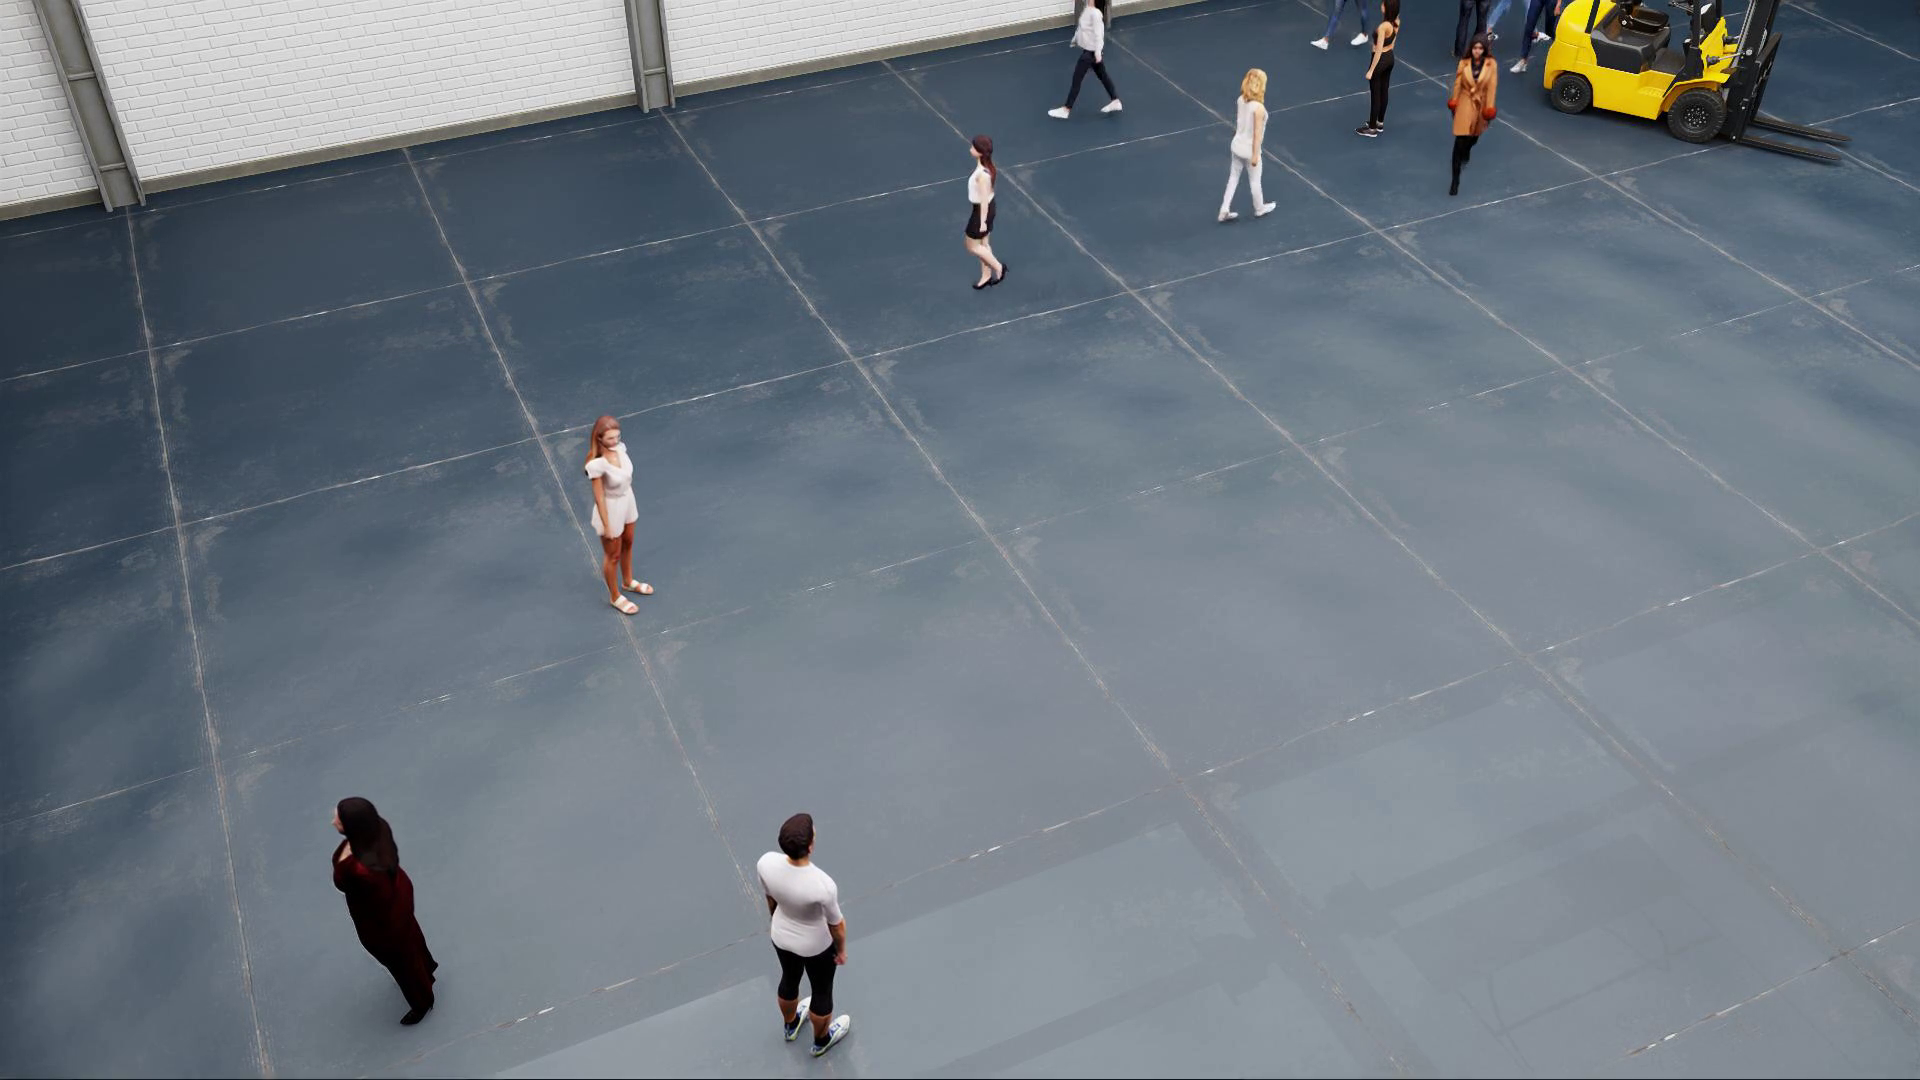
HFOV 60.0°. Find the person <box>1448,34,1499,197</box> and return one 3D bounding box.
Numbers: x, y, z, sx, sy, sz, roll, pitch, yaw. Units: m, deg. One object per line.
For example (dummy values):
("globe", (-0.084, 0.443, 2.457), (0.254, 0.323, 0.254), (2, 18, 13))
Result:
("person", (5.534, -4.659, 18.031), (1.195, 1.685, 1.198), (9, 39, 11))

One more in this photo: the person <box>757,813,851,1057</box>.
("person", (-0.883, 2.211, 9.297), (0.741, 1.848, 0.782), (16, 41, 19))

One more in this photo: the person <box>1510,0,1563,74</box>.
("person", (7.277, -6.627, 20.447), (1.148, 1.745, 0.742), (-24, 45, -27))

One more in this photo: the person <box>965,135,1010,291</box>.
("person", (0.304, -3.149, 16.176), (0.781, 1.638, 0.711), (1, 39, 1))

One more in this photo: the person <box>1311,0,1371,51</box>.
("person", (5.061, -7.022, 20.990), (1.162, 1.684, 0.725), (-22, 44, -25))

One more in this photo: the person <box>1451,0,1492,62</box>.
("person", (6.469, -6.904, 20.739), (0.665, 1.813, 0.802), (1, 39, 1))

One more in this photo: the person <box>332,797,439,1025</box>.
("person", (-3.287, 2.090, 9.521), (0.612, 1.758, 0.673), (-13, 40, -15))

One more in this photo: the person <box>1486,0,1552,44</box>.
("person", (7.041, -7.039, 21.098), (1.189, 1.575, 0.927), (-1, 39, -2))

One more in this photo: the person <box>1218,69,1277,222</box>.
("person", (2.925, -4.082, 17.337), (0.924, 1.649, 0.664), (-19, 42, -22))

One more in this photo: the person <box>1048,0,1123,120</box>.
("person", (1.618, -5.701, 19.362), (1.215, 1.652, 0.889), (-4, 39, -5))

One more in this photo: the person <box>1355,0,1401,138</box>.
("person", (4.837, -5.443, 19.045), (0.690, 1.643, 0.554), (30, 47, 32))

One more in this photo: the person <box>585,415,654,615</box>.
("person", (-2.588, -0.225, 12.470), (0.736, 1.696, 0.668), (16, 41, 19))
